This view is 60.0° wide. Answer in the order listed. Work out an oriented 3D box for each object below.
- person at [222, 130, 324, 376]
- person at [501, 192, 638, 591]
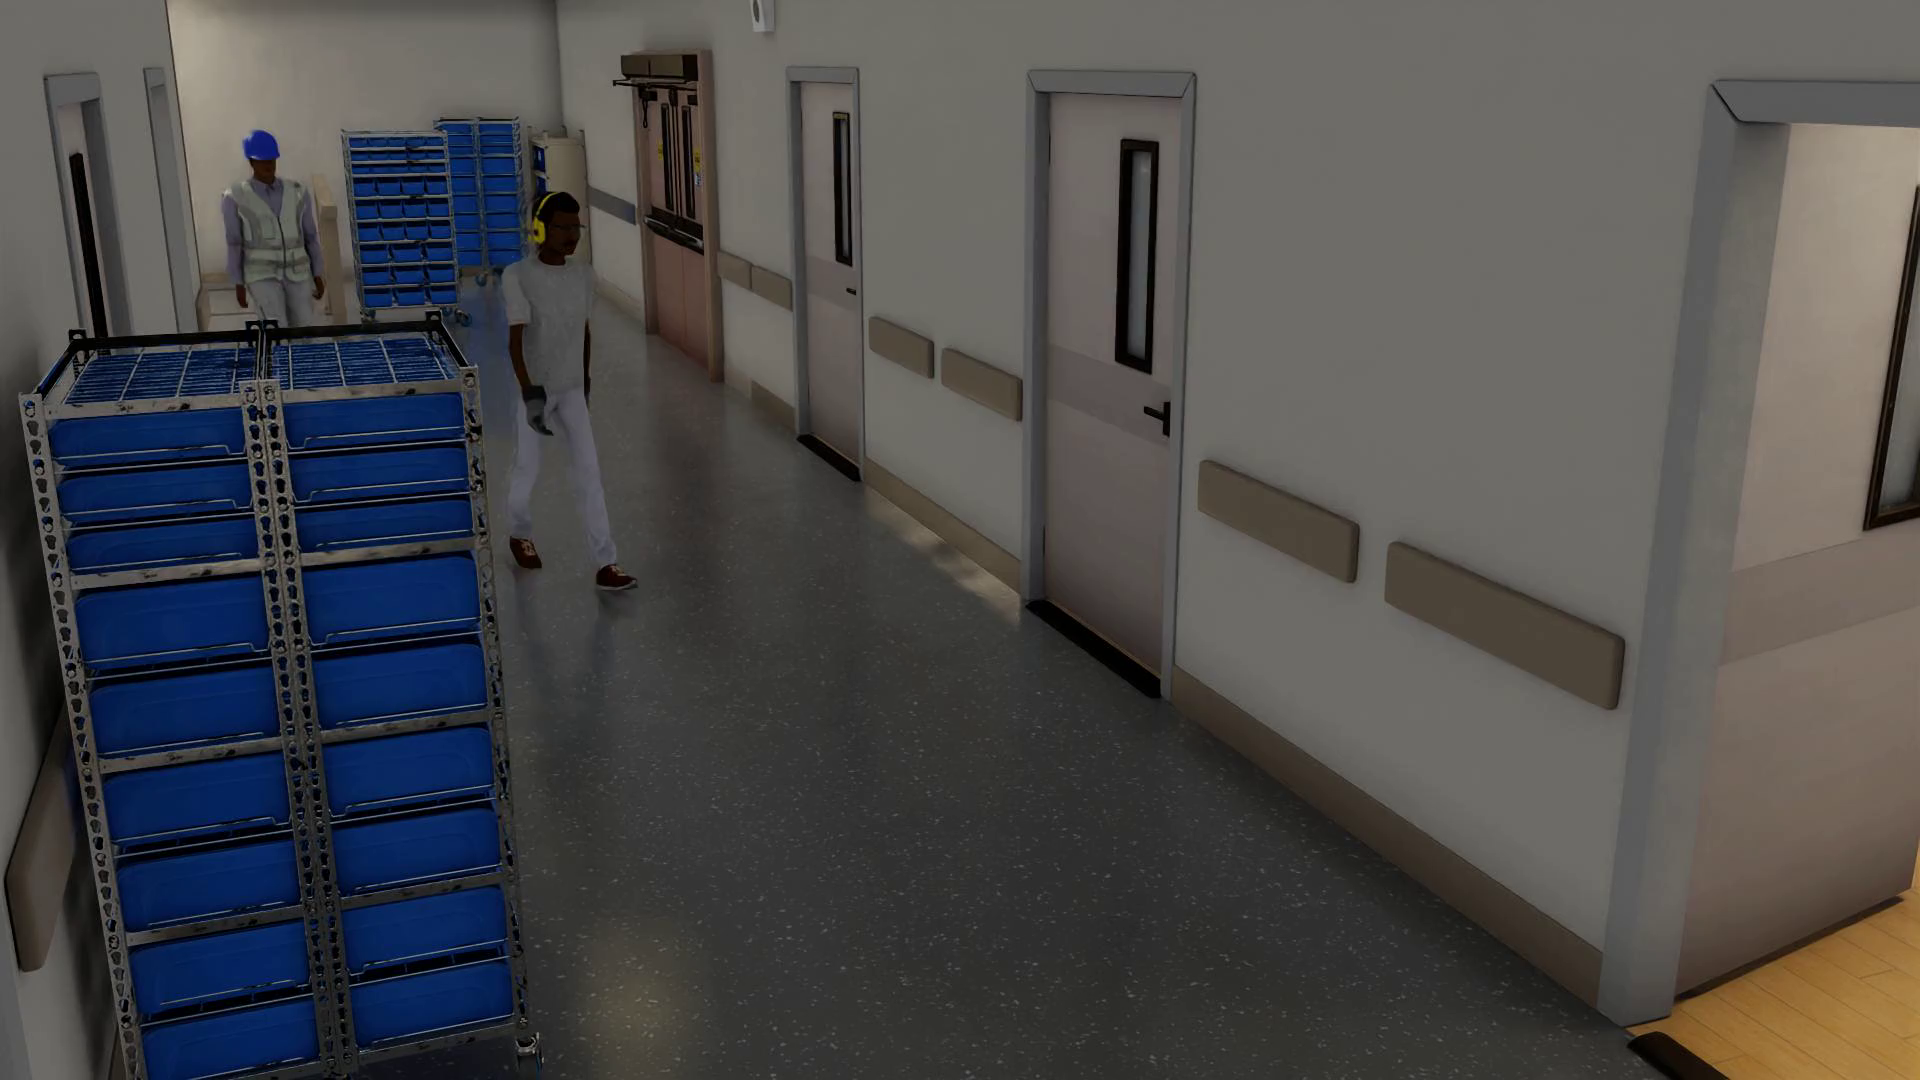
[{"bbox_3d":[-4.709,-1.831,11.401,0.614,1.923,0.782,-15,22,-41],"label":"person"},{"bbox_3d":[-1.864,-0.682,7.642,0.517,1.809,1.019,-13,21,-39],"label":"person"}]
